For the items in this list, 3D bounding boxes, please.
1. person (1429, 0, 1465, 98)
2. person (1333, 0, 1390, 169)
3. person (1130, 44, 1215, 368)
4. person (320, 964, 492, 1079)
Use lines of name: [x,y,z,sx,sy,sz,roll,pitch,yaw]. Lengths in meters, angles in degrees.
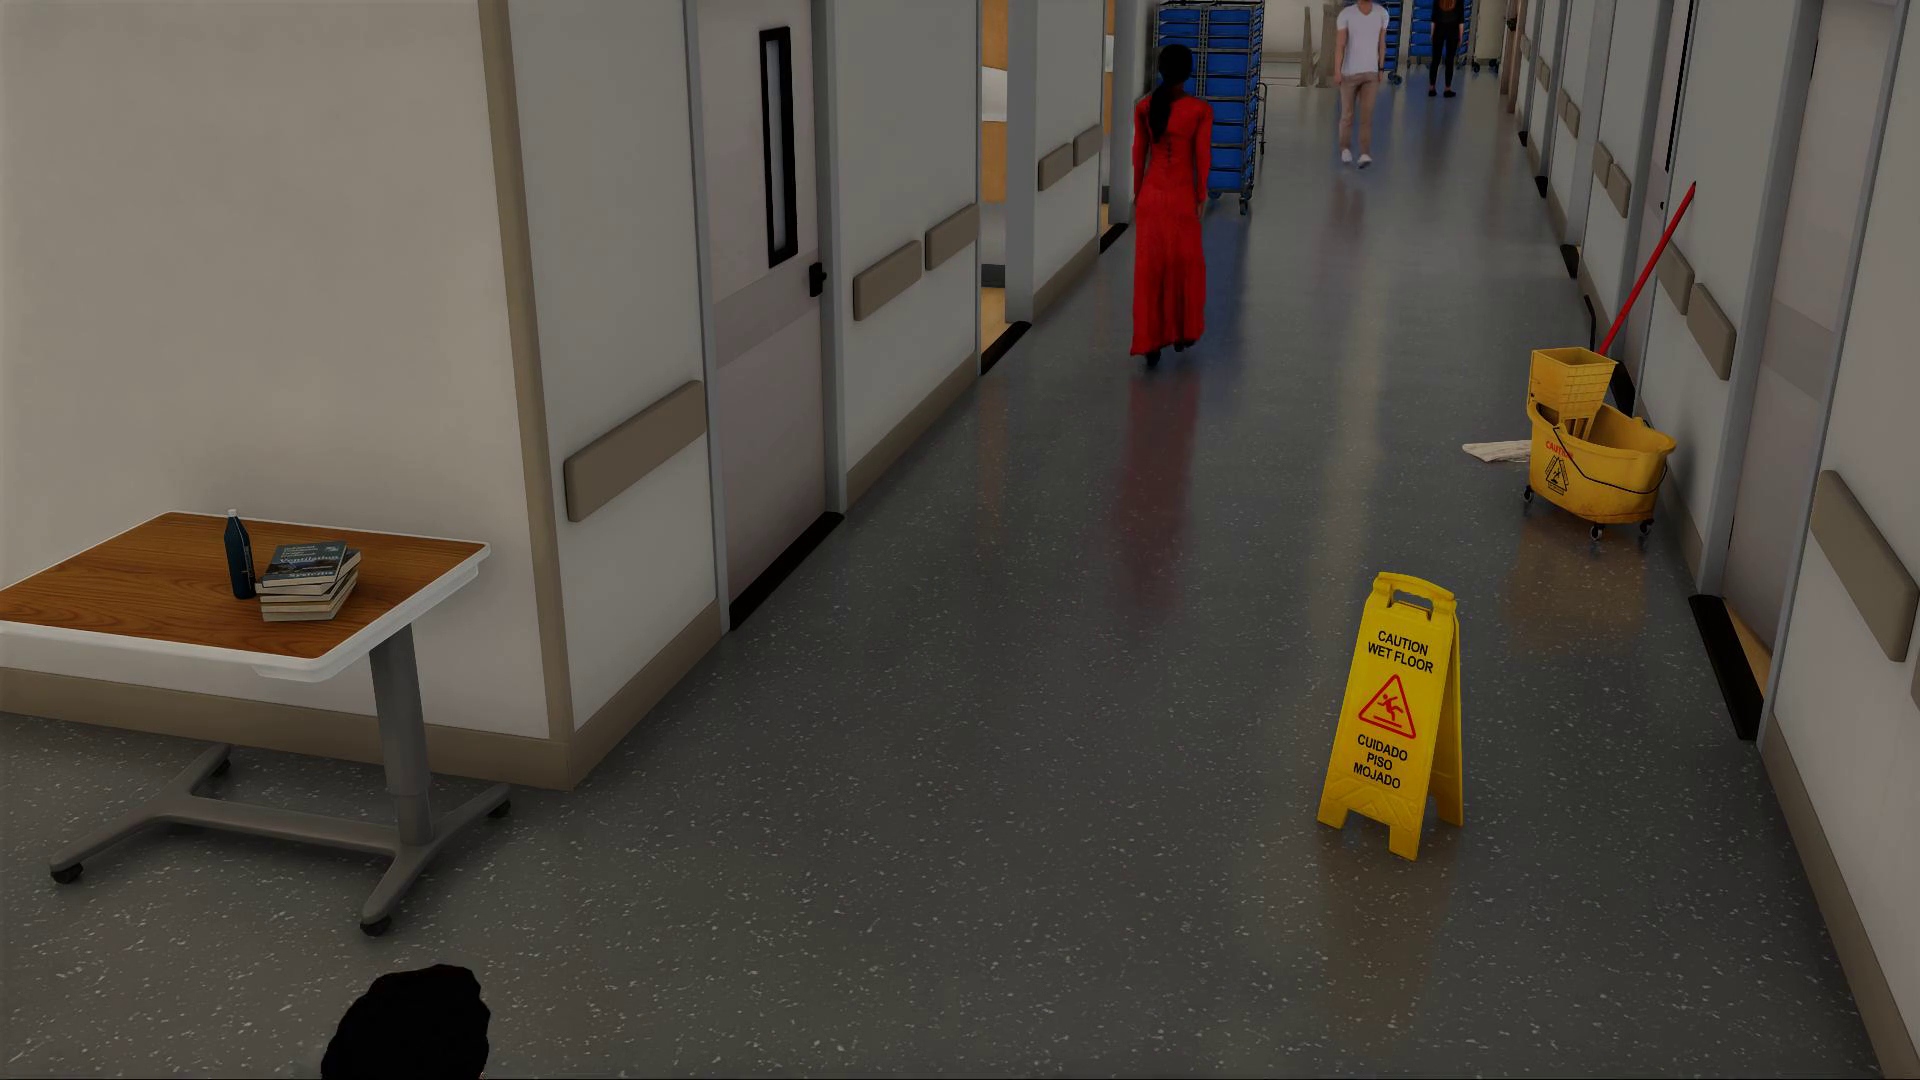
person: [6.791,-7.092,23.265,0.671,1.710,0.632,12,24,30]
person: [3.978,-4.632,16.689,0.902,1.768,1.266,0,21,1]
person: [1.136,-1.837,9.320,0.606,1.761,0.852,5,21,14]
person: [-0.687,1.151,2.214,0.533,1.207,0.719,4,21,11]
